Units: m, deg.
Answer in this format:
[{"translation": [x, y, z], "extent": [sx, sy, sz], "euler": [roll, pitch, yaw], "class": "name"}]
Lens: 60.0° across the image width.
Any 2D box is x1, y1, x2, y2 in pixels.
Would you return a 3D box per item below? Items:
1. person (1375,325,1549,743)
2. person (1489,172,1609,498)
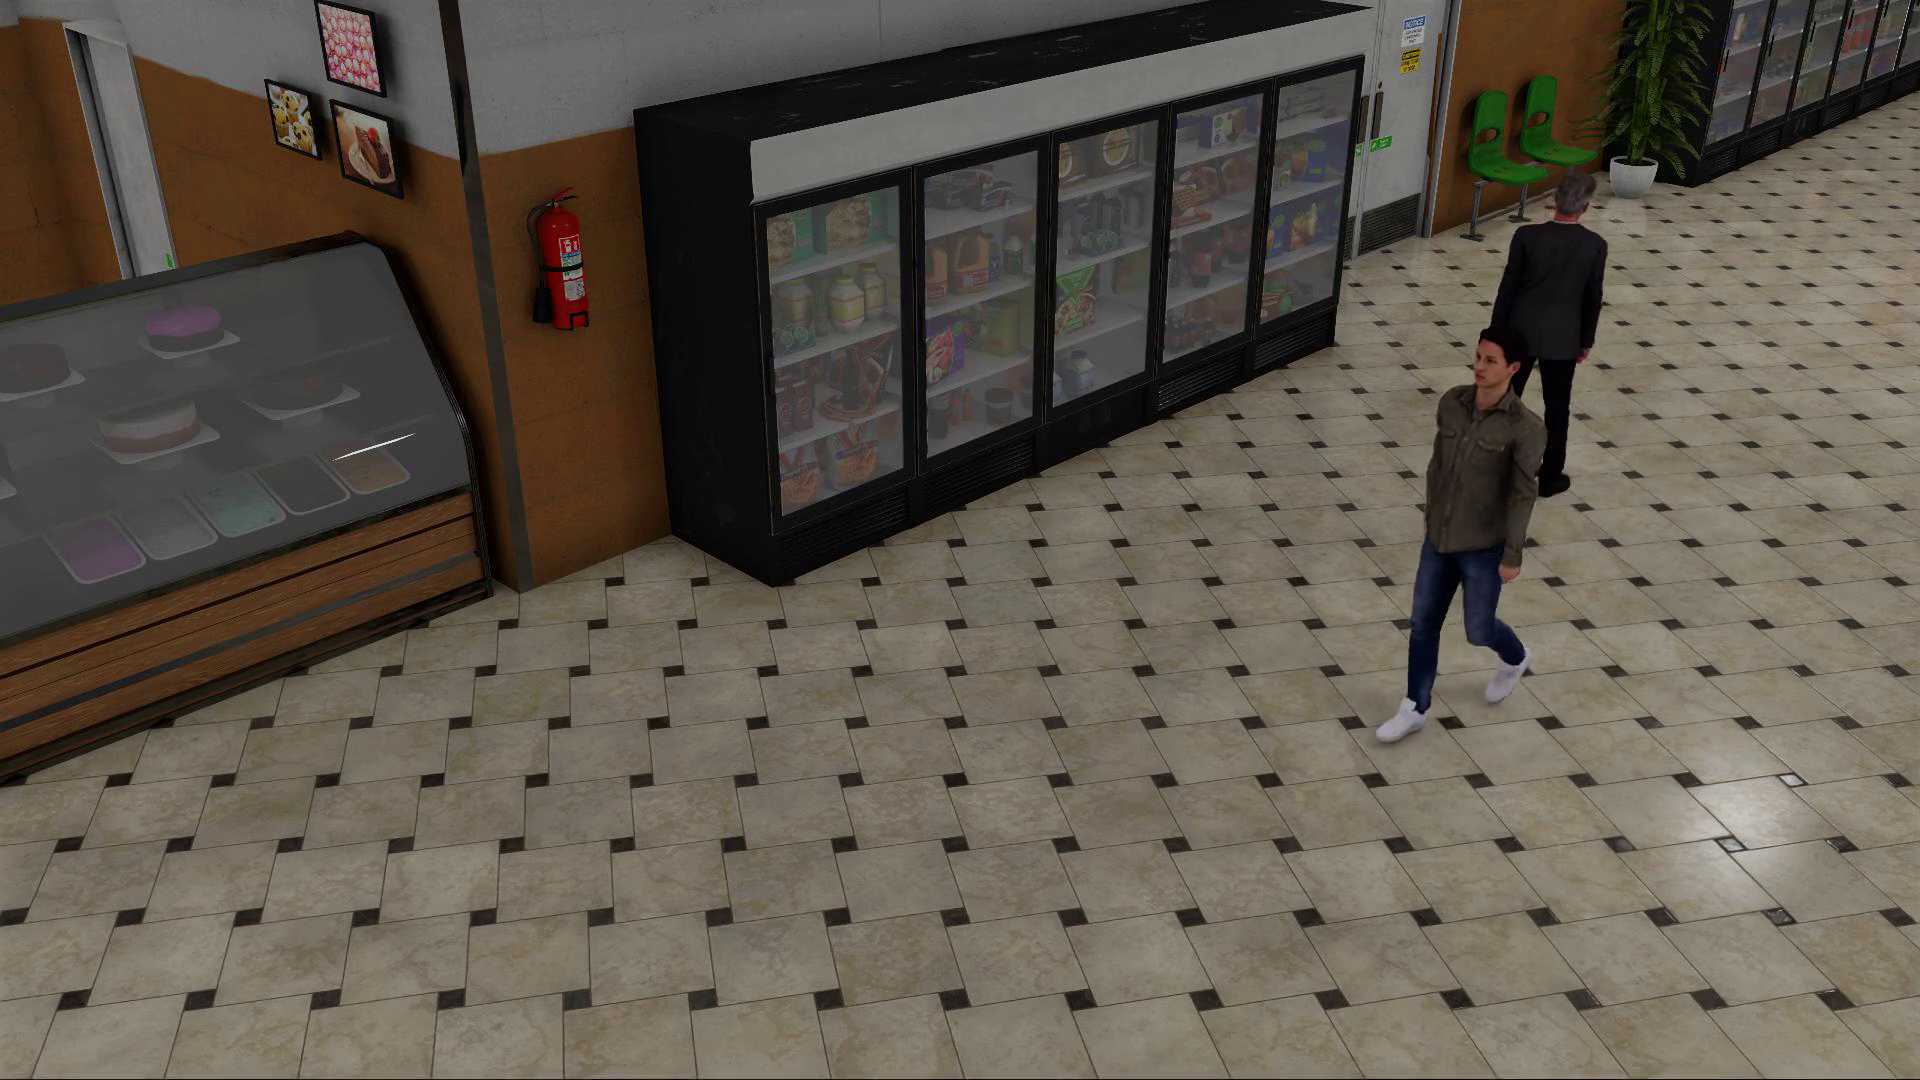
[{"translation": [2.221, -0.021, 7.035], "extent": [0.895, 1.840, 1.107], "euler": [-18, 32, -31], "class": "person"}, {"translation": [3.218, -1.136, 9.253], "extent": [0.747, 1.823, 0.892], "euler": [3, 27, 6], "class": "person"}]
